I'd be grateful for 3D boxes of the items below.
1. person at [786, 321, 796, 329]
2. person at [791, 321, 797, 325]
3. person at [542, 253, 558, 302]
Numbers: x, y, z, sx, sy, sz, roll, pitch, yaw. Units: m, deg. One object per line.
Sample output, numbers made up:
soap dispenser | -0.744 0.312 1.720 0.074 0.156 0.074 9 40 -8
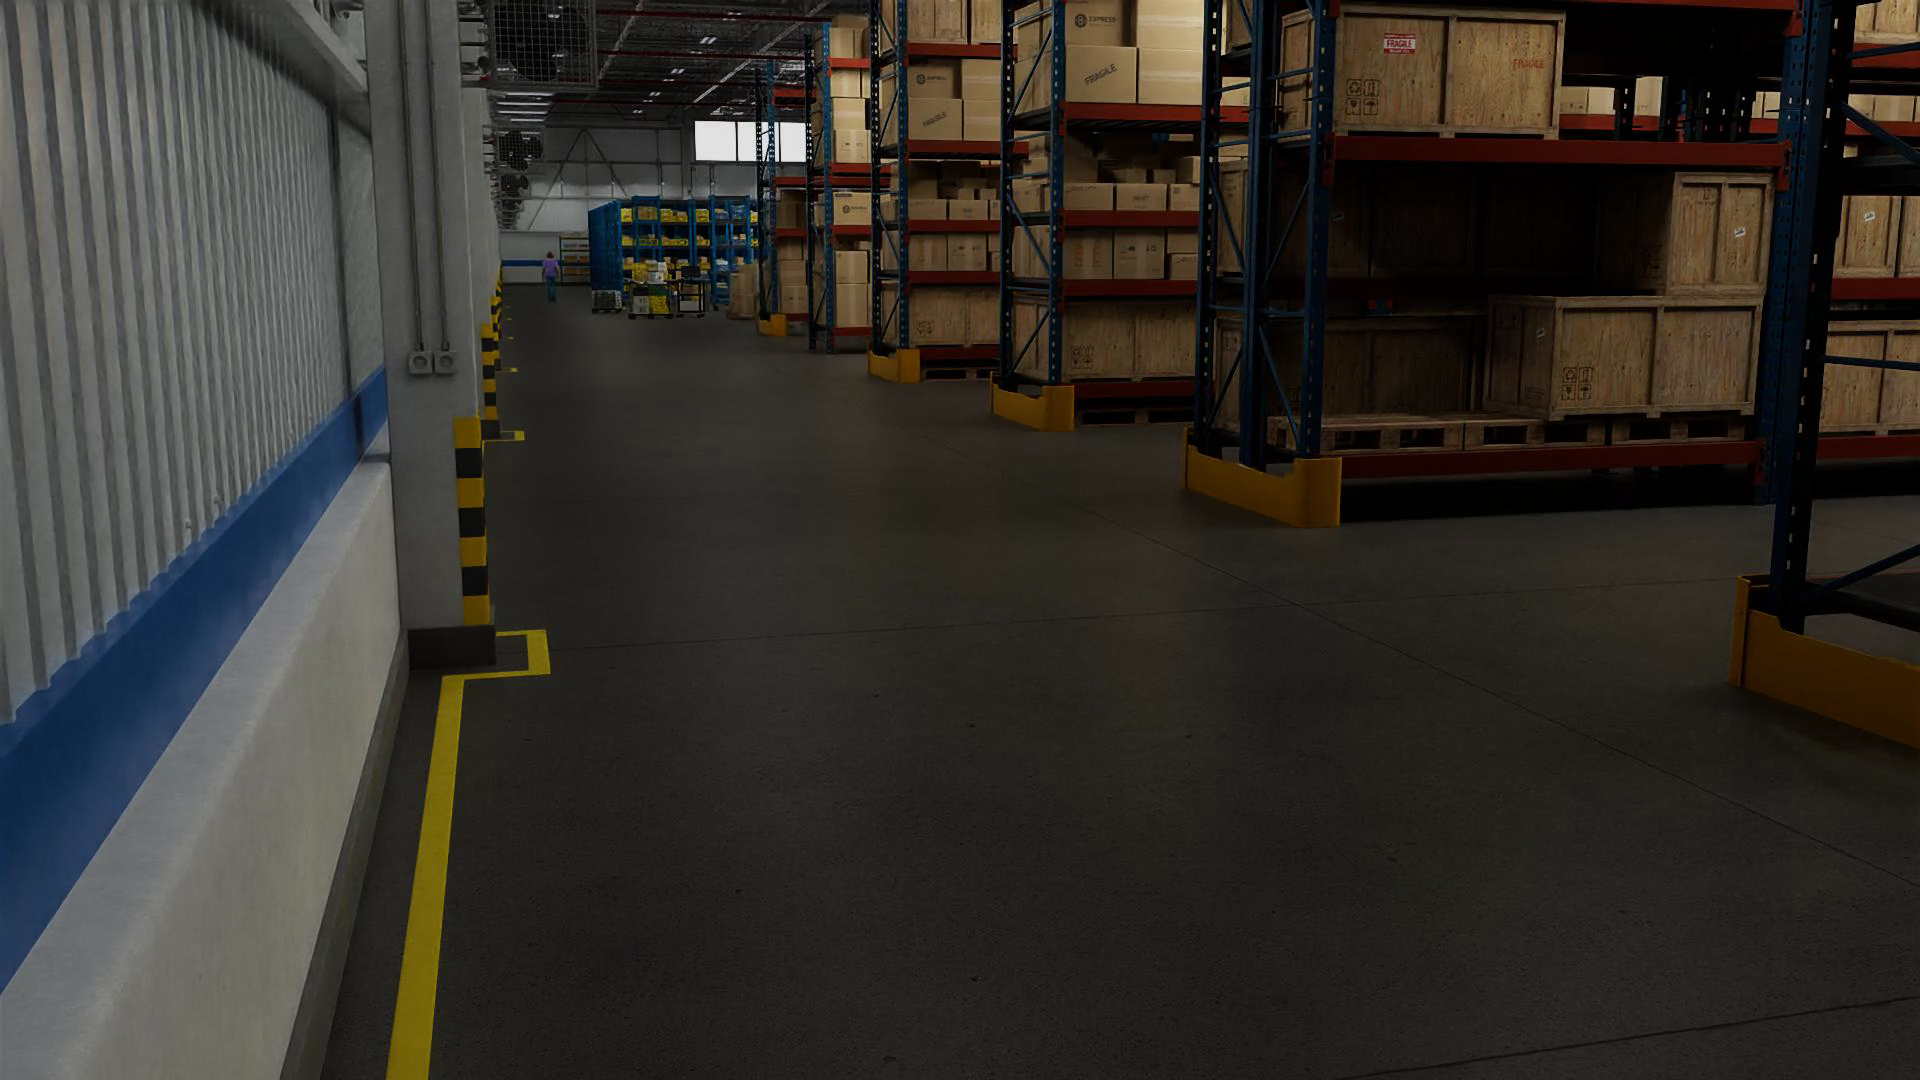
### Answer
person | -4.441 -6.062 40.463 0.917 1.912 0.619 -6 12 -31
person | -4.291 -6.255 41.380 0.587 1.969 0.623 -7 12 -34
person | -15.036 -9.649 61.080 0.593 1.794 0.966 -2 10 -12
